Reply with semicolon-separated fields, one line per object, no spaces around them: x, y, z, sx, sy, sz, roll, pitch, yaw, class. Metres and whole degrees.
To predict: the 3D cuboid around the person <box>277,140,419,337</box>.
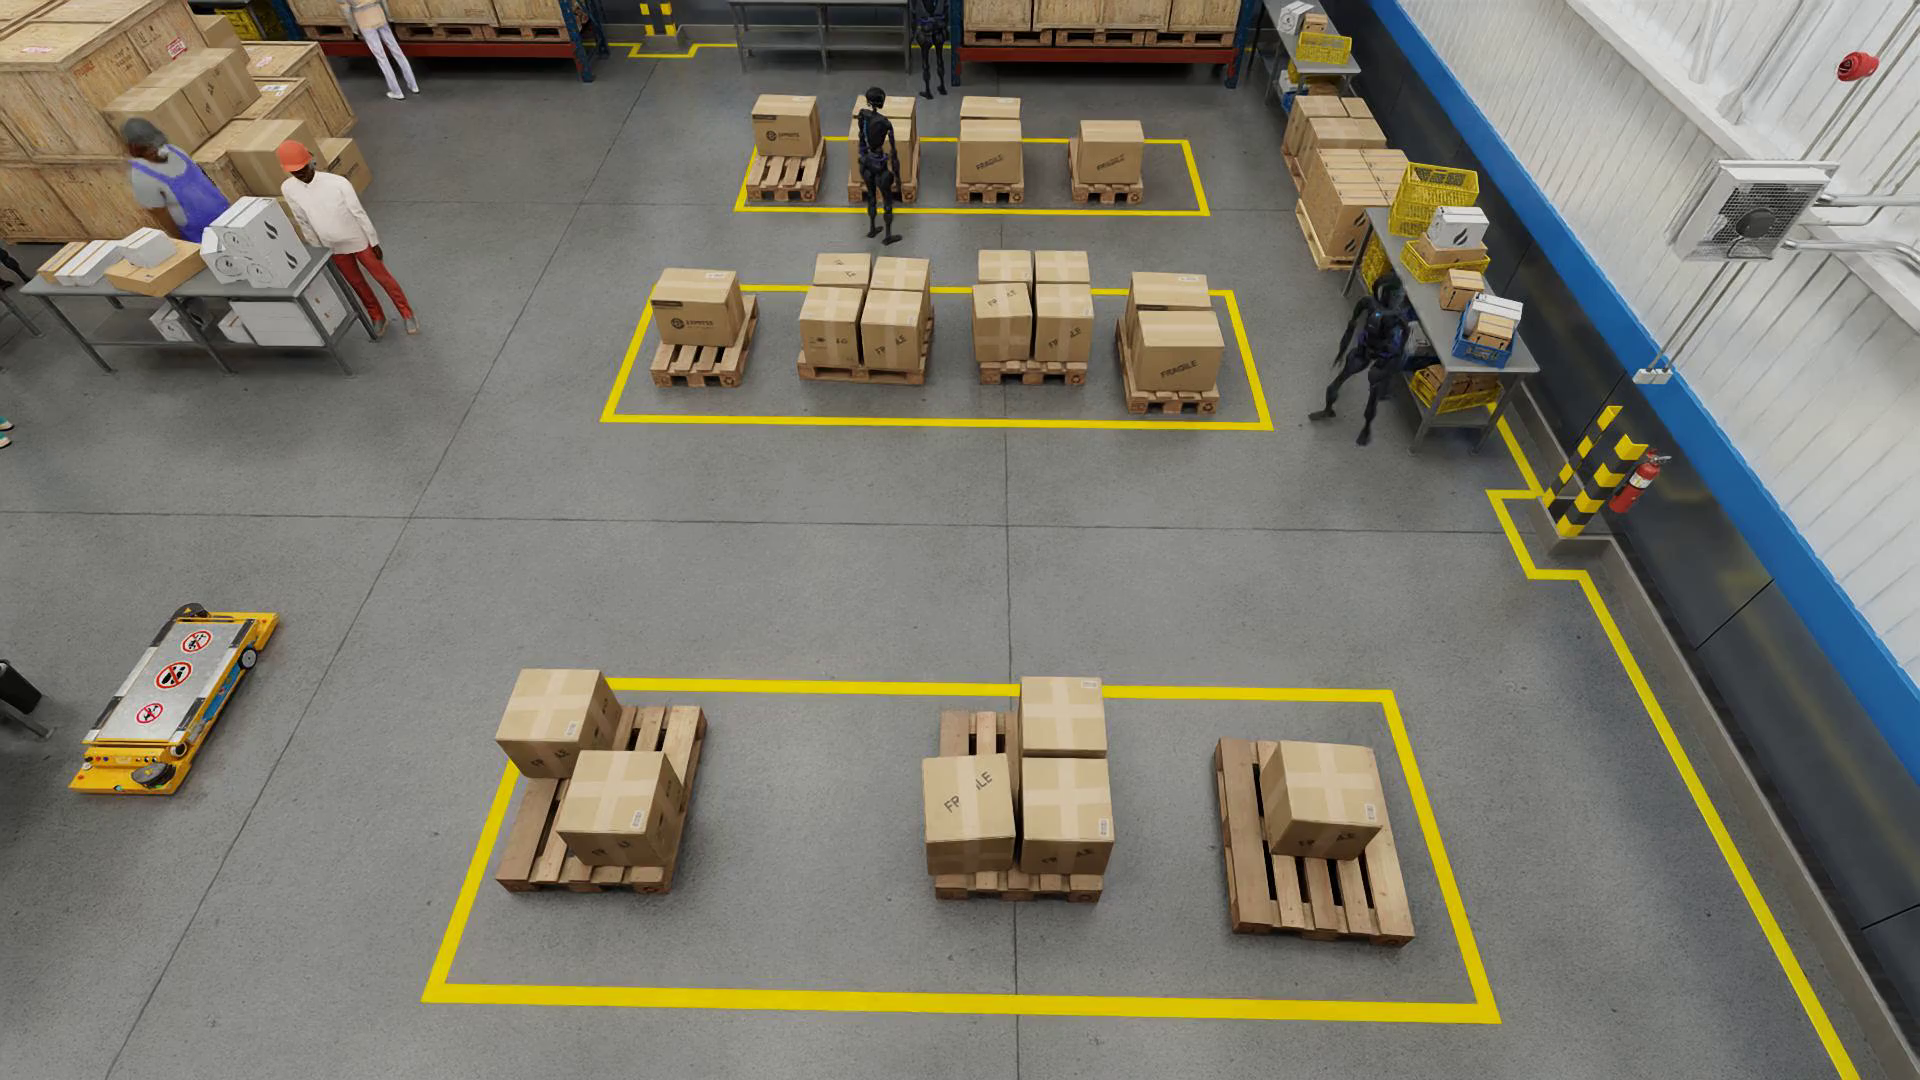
-5.764;-2.775;8.591;0.613;1.987;0.399;-7;50;-6;person

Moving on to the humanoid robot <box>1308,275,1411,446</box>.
3.450;-1.510;7.730;0.500;1.626;0.603;-32;57;-24;humanoid robot

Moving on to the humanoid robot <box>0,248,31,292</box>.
-10.048;-3.196;9.139;0.588;1.657;0.326;-6;50;-5;humanoid robot

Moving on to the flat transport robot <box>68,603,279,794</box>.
-5.504;1.072;6.442;0.652;0.197;1.431;1;50;1;flat transport robot

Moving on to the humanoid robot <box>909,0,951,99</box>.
-0.391;-6.772;12.166;0.610;1.657;0.315;-25;54;-20;humanoid robot

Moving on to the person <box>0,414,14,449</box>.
-8.713;-1.456;7.617;0.312;1.769;0.523;-20;53;-16;person

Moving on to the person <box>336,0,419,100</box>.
-7.762;-6.824;12.055;0.383;1.927;0.587;31;56;24;person

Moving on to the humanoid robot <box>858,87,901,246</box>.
-0.880;-4.003;9.829;0.579;1.653;0.308;34;58;25;humanoid robot

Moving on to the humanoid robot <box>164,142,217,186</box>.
-7.636;-3.310;9.236;0.609;1.657;0.315;-4;50;-4;humanoid robot

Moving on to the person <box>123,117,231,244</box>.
-7.374;-3.113;8.842;0.885;2.000;0.684;0;50;0;person
